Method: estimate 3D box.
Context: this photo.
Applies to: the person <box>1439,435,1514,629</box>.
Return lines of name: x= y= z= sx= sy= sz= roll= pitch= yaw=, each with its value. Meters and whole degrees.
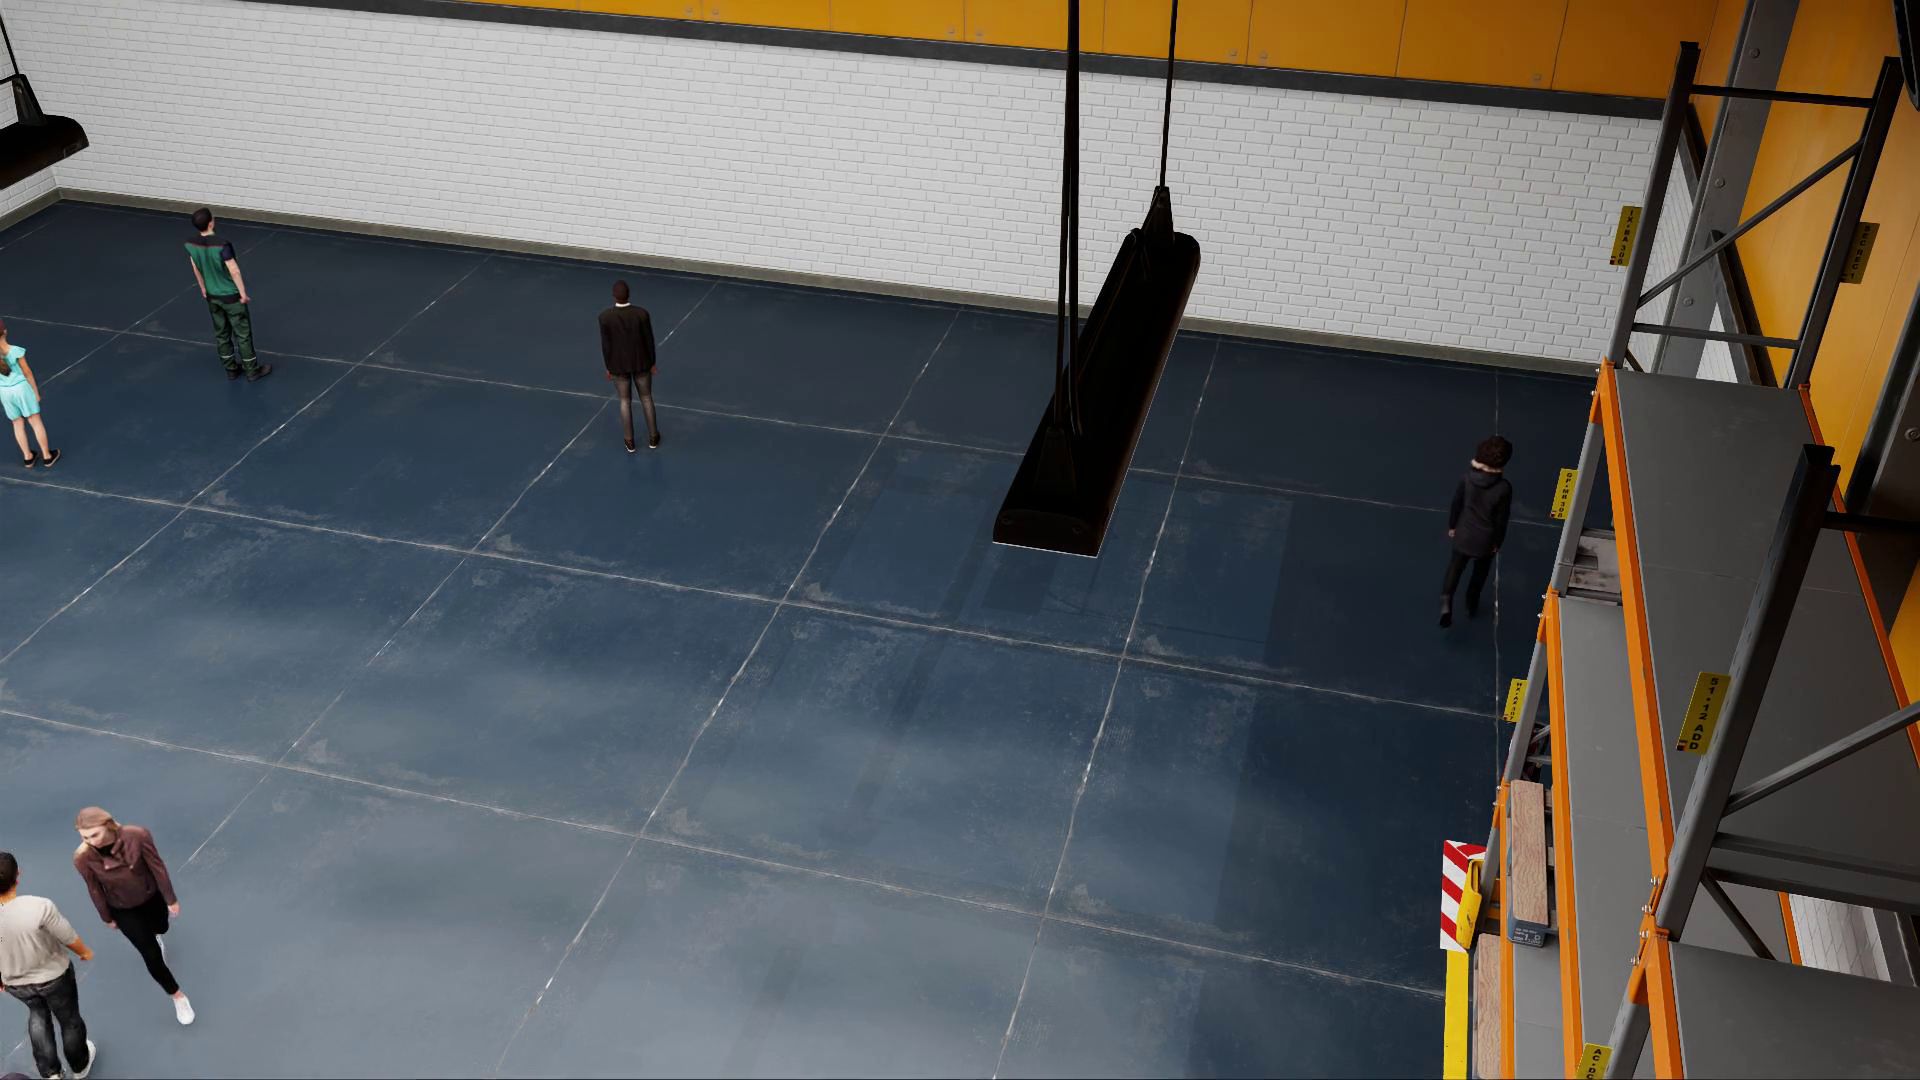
person: x=4.247 y=-0.032 z=13.709 sx=0.818 sy=1.762 sz=1.083 roll=20 pitch=38 yaw=27

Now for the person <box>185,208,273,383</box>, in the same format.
person: x=-7.702 y=-2.571 z=17.403 sx=0.667 sy=1.901 sz=0.555 roll=8 pitch=34 yaw=12

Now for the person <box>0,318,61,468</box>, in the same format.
person: x=-9.073 y=-1.425 z=15.988 sx=0.626 sy=1.558 sz=0.649 roll=-6 pitch=34 yaw=-9

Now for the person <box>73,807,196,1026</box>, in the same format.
person: x=-5.148 y=2.220 z=10.408 sx=1.096 sy=1.665 sz=1.090 roll=-24 pitch=40 yaw=-31

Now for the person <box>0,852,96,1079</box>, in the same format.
person: x=-5.406 y=2.591 z=9.731 sx=0.803 sy=1.797 sz=0.837 roll=-7 pitch=34 yaw=-11

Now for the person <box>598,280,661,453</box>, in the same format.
person: x=-3.199 y=-1.699 z=16.183 sx=0.739 sy=1.800 sz=0.730 roll=-7 pitch=34 yaw=-11
